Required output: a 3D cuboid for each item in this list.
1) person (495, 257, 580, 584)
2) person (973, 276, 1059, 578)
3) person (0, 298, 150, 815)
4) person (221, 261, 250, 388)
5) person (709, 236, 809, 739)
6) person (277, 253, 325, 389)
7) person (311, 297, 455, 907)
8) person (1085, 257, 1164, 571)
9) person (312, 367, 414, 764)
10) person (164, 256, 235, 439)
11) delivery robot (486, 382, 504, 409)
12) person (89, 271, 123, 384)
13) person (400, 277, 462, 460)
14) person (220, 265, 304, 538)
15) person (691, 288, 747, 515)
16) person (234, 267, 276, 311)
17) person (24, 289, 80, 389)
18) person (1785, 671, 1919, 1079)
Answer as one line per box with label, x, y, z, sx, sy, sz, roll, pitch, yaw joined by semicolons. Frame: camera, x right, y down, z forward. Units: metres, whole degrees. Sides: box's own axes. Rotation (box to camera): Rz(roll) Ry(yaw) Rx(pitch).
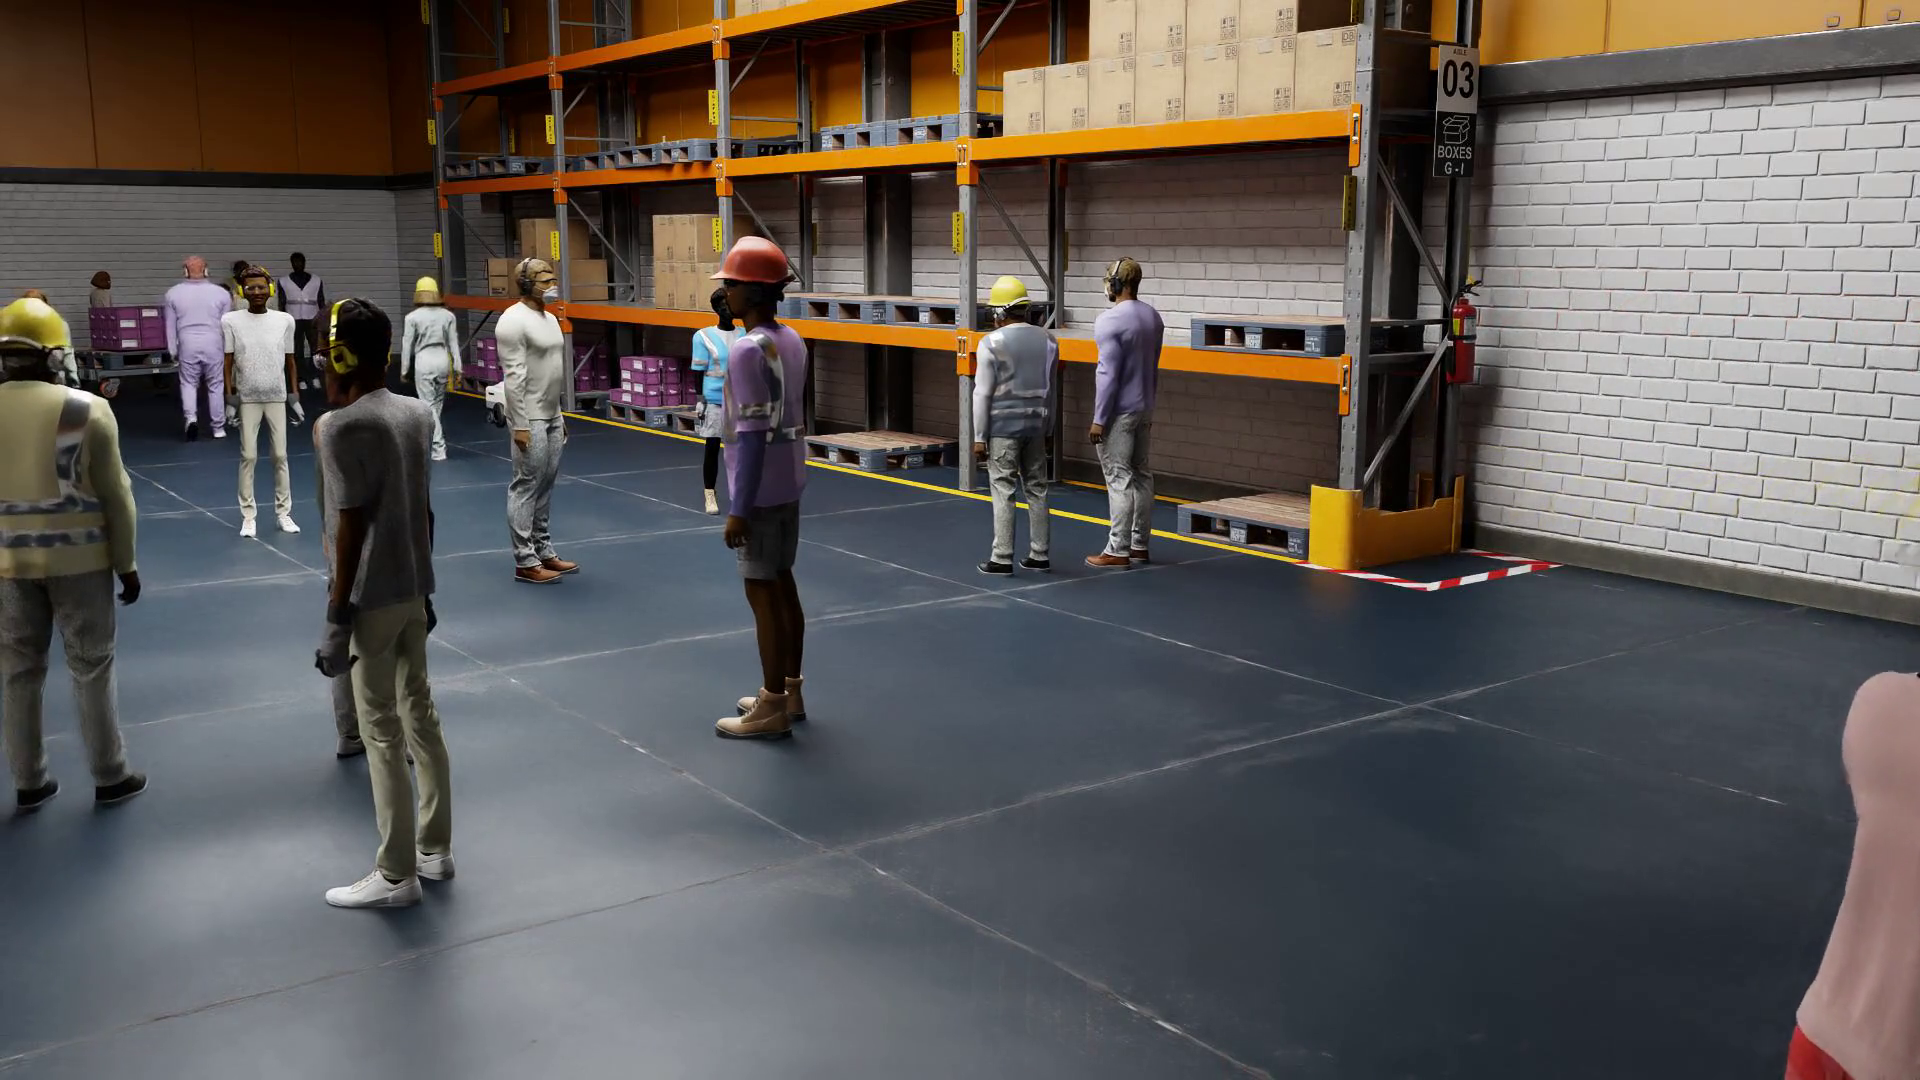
person;-2.534;-0.715;9.981;0.371;1.941;0.627;2;10;9
person;0.327;-0.683;10.136;0.592;1.826;0.404;-7;12;-32
person;-3.222;0.067;5.905;0.598;1.828;0.403;-1;10;-7
person;-10.023;-2.996;23.205;0.937;1.792;0.645;4;11;21
person;-0.821;-0.205;6.820;0.362;2.048;0.613;2;10;11
person;-9.079;-3.013;23.005;0.631;1.887;0.606;-5;11;-27
person;-1.781;0.198;5.081;0.329;1.865;0.512;2;10;13
person;1.016;-0.779;10.341;0.367;1.939;0.634;8;13;36
person;-2.296;0.063;6.444;0.519;1.645;0.307;7;13;36
person;-7.787;-1.964;17.103;0.653;1.899;0.571;-3;11;-17
delivery robot;-5.025;-1.600;18.553;0.477;0.478;0.707;-7;12;-34
person;-12.276;-3.035;23.859;0.511;1.623;0.288;7;13;36
person;-5.019;-1.613;15.669;0.516;1.694;0.721;-9;14;-41
person;-4.835;-0.959;11.539;0.518;1.874;0.329;-6;12;-31
person;-1.743;-1.038;12.464;0.540;1.696;0.315;-6;12;-29
person;-9.047;-2.655;21.467;0.533;1.725;0.909;-8;13;-37
person;-8.434;-1.500;15.294;0.684;1.610;0.511;8;13;39
person;1.419;0.754;2.376;0.902;1.717;0.525;-2;10;-9
